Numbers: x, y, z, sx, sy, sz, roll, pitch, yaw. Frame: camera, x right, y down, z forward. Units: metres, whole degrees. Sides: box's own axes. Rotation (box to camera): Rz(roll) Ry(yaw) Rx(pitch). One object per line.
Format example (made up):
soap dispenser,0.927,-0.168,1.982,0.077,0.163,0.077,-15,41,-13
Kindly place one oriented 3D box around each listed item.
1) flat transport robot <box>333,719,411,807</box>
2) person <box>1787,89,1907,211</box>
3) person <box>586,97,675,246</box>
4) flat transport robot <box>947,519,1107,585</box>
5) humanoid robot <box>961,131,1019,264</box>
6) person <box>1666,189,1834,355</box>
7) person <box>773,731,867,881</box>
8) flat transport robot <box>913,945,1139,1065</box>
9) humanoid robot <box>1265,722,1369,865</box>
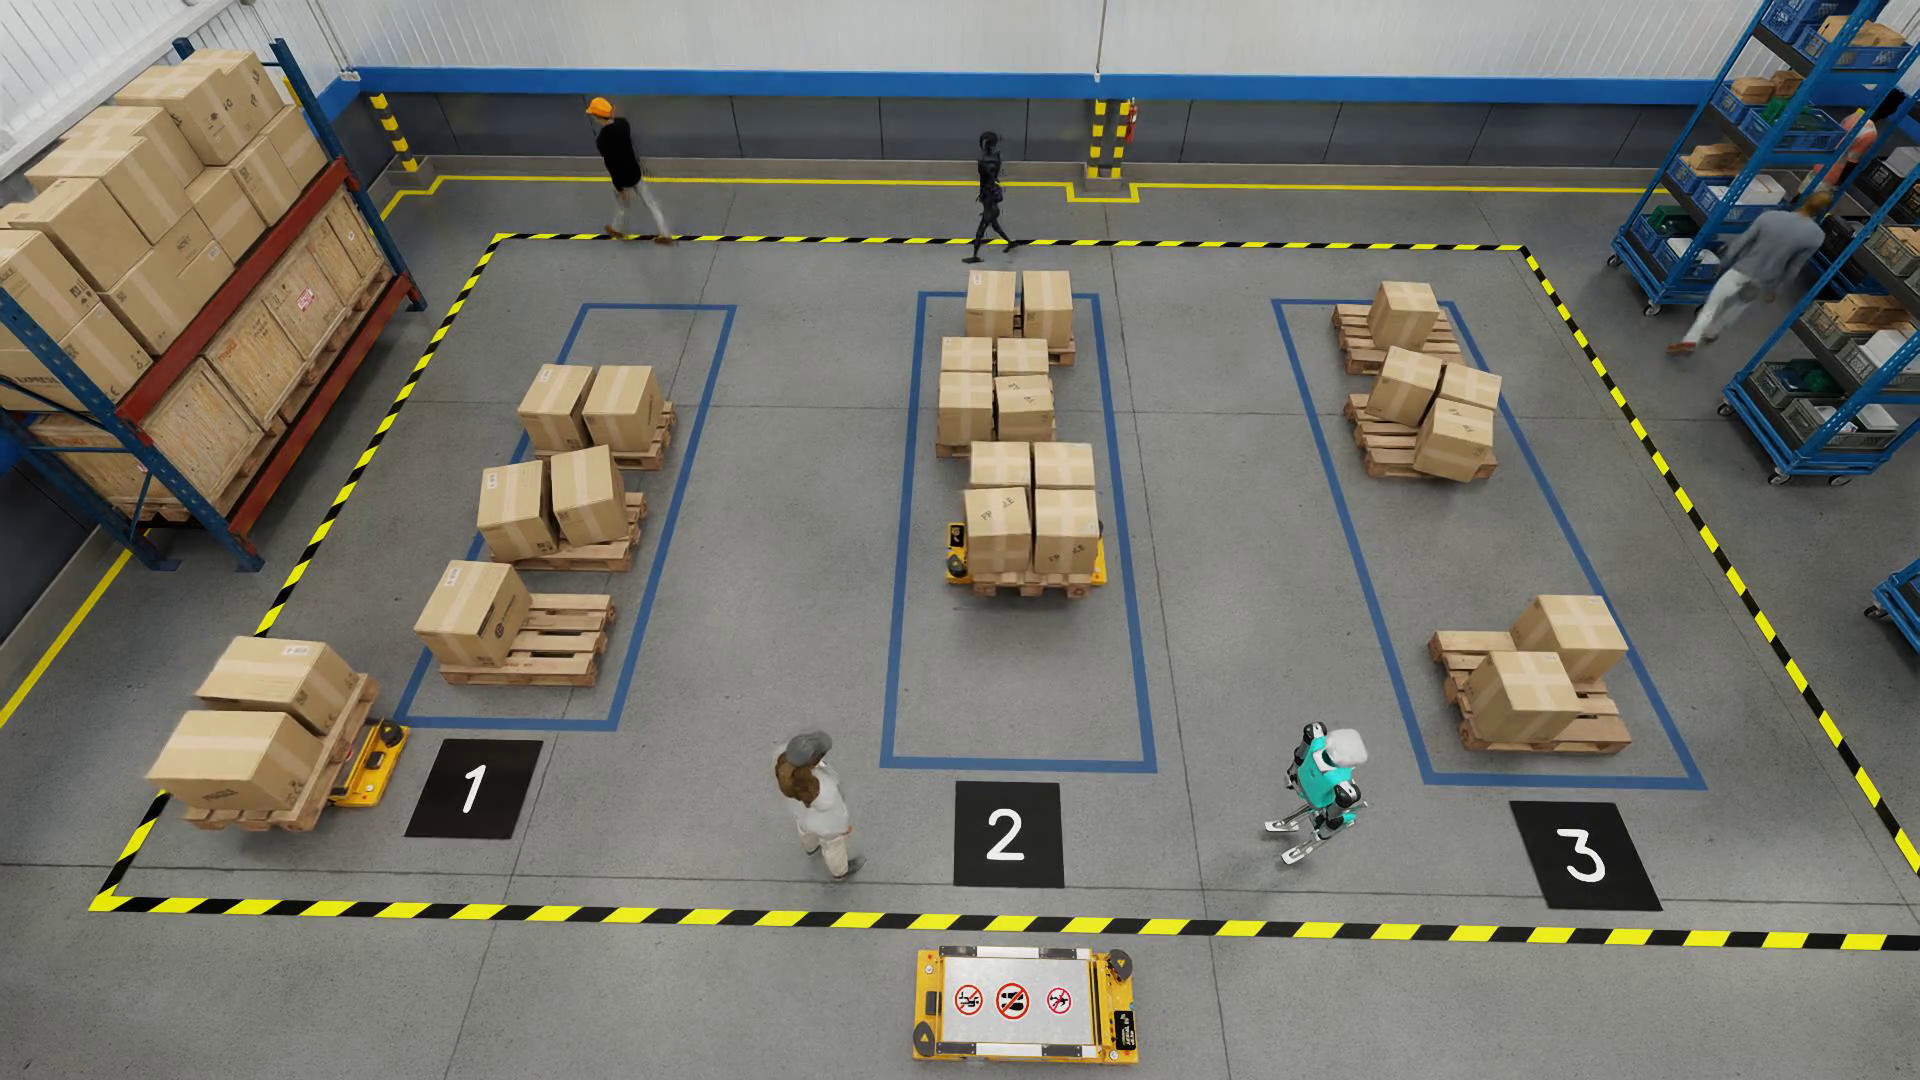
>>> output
flat transport robot,-5.119,1.702,7.081,1.431,0.197,0.652,1,51,1
person,10.443,-4.402,10.980,0.368,1.965,0.605,8,51,7
person,-4.065,-4.424,11.087,0.972,1.835,0.594,20,53,15
flat transport robot,0.608,0.089,8.395,1.431,0.197,0.652,1,51,1
humanoid robot,0.397,-4.076,10.925,0.740,1.641,0.593,-8,51,-7
person,8.363,-2.743,9.680,0.660,1.889,0.843,29,57,22
person,-0.945,1.767,6.076,0.572,1.769,0.399,35,59,25
flat transport robot,0.422,3.041,6.007,1.431,0.231,0.659,1,51,1
humanoid robot,2.501,1.680,6.083,0.735,1.675,0.533,-11,52,-9
